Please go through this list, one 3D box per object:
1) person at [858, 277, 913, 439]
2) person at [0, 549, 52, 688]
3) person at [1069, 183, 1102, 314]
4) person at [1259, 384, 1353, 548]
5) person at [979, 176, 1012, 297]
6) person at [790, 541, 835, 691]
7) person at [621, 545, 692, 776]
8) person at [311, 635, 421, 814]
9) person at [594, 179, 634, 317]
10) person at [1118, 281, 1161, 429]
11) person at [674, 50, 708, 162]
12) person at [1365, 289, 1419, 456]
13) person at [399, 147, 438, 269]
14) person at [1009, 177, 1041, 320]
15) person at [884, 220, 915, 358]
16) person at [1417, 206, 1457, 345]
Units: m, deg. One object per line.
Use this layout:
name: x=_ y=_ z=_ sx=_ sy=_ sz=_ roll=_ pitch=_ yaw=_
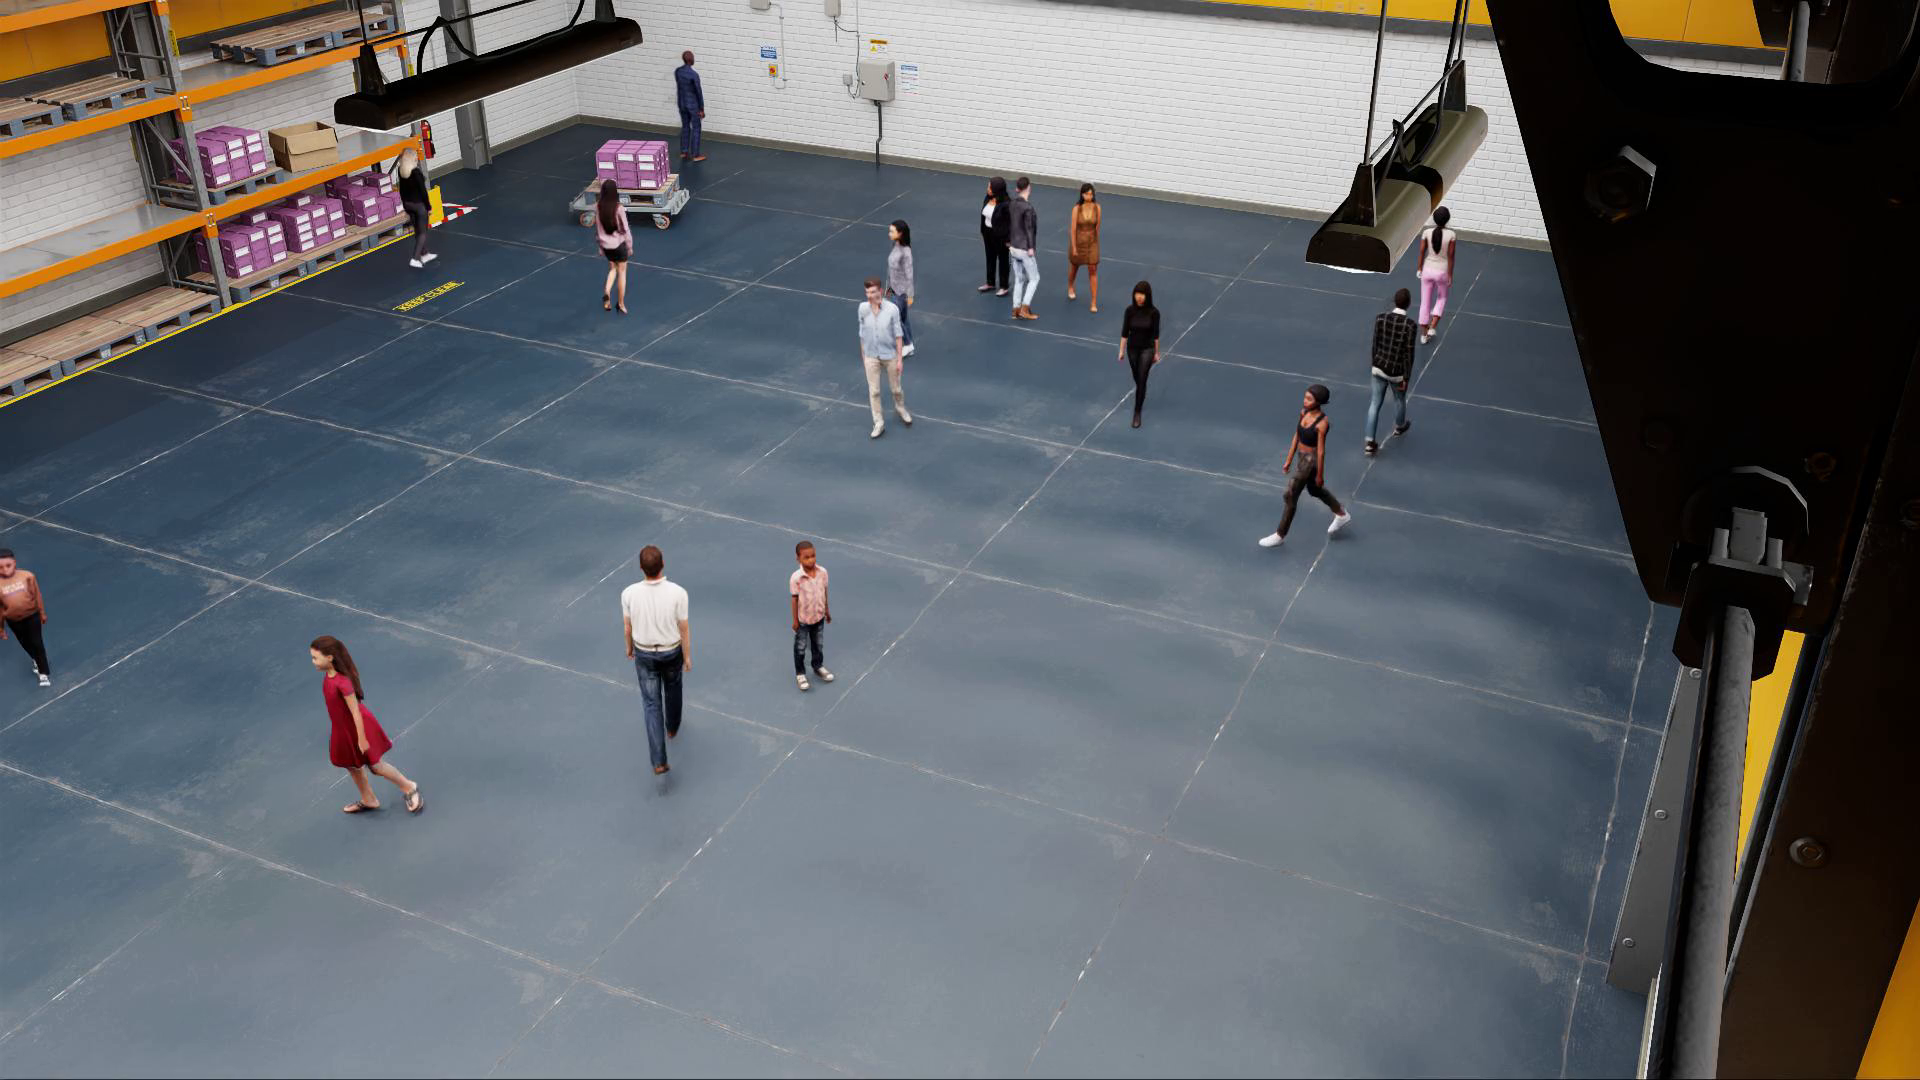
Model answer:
person: x=-0.821 y=-2.027 z=18.139 sx=0.782 sy=1.823 sz=0.956 roll=4 pitch=29 yaw=7
person: x=-7.859 y=0.616 z=13.927 sx=0.911 sy=1.218 sz=0.909 roll=-15 pitch=32 yaw=-25
person: x=1.576 y=-3.834 z=21.637 sx=0.948 sy=1.647 sz=1.098 roll=-6 pitch=29 yaw=-11
person: x=3.413 y=-0.716 z=15.910 sx=1.140 sy=1.658 sz=1.167 roll=-7 pitch=29 yaw=-12
person: x=0.504 y=-4.046 z=22.063 sx=0.714 sy=1.611 sz=0.718 roll=23 pitch=36 yaw=35
person: x=-1.256 y=0.601 z=13.862 sx=0.564 sy=1.306 sz=0.648 roll=-17 pitch=33 yaw=-28
person: x=-2.319 y=0.940 z=12.708 sx=1.088 sy=1.817 sz=1.328 roll=-3 pitch=29 yaw=-5
person: x=-4.409 y=1.361 z=12.238 sx=0.797 sy=1.527 sz=0.902 roll=24 pitch=37 yaw=37
person: x=-4.437 y=-3.682 z=21.196 sx=0.639 sy=1.802 sz=0.723 roll=11 pitch=30 yaw=19
person: x=2.038 y=-2.137 z=18.571 sx=0.654 sy=1.604 sz=1.077 roll=10 pitch=30 yaw=18
person: x=-4.535 y=-7.221 z=27.671 sx=0.691 sy=1.815 sz=0.625 roll=15 pitch=32 yaw=25
person: x=4.527 y=-1.758 z=17.691 sx=0.795 sy=1.780 sz=1.146 roll=17 pitch=33 yaw=28
person: x=-7.530 y=-4.579 z=22.971 sx=0.702 sy=1.677 sz=0.892 roll=13 pitch=31 yaw=22
person: x=0.718 y=-3.683 z=21.198 sx=0.814 sy=1.801 sz=0.800 roll=-12 pitch=31 yaw=-21
person: x=-0.625 y=-3.029 z=20.086 sx=0.788 sy=1.719 sz=0.734 roll=-11 pitch=31 yaw=-20
person: x=5.820 y=-3.227 z=20.432 sx=0.593 sy=1.734 sz=0.563 roll=13 pitch=31 yaw=22
